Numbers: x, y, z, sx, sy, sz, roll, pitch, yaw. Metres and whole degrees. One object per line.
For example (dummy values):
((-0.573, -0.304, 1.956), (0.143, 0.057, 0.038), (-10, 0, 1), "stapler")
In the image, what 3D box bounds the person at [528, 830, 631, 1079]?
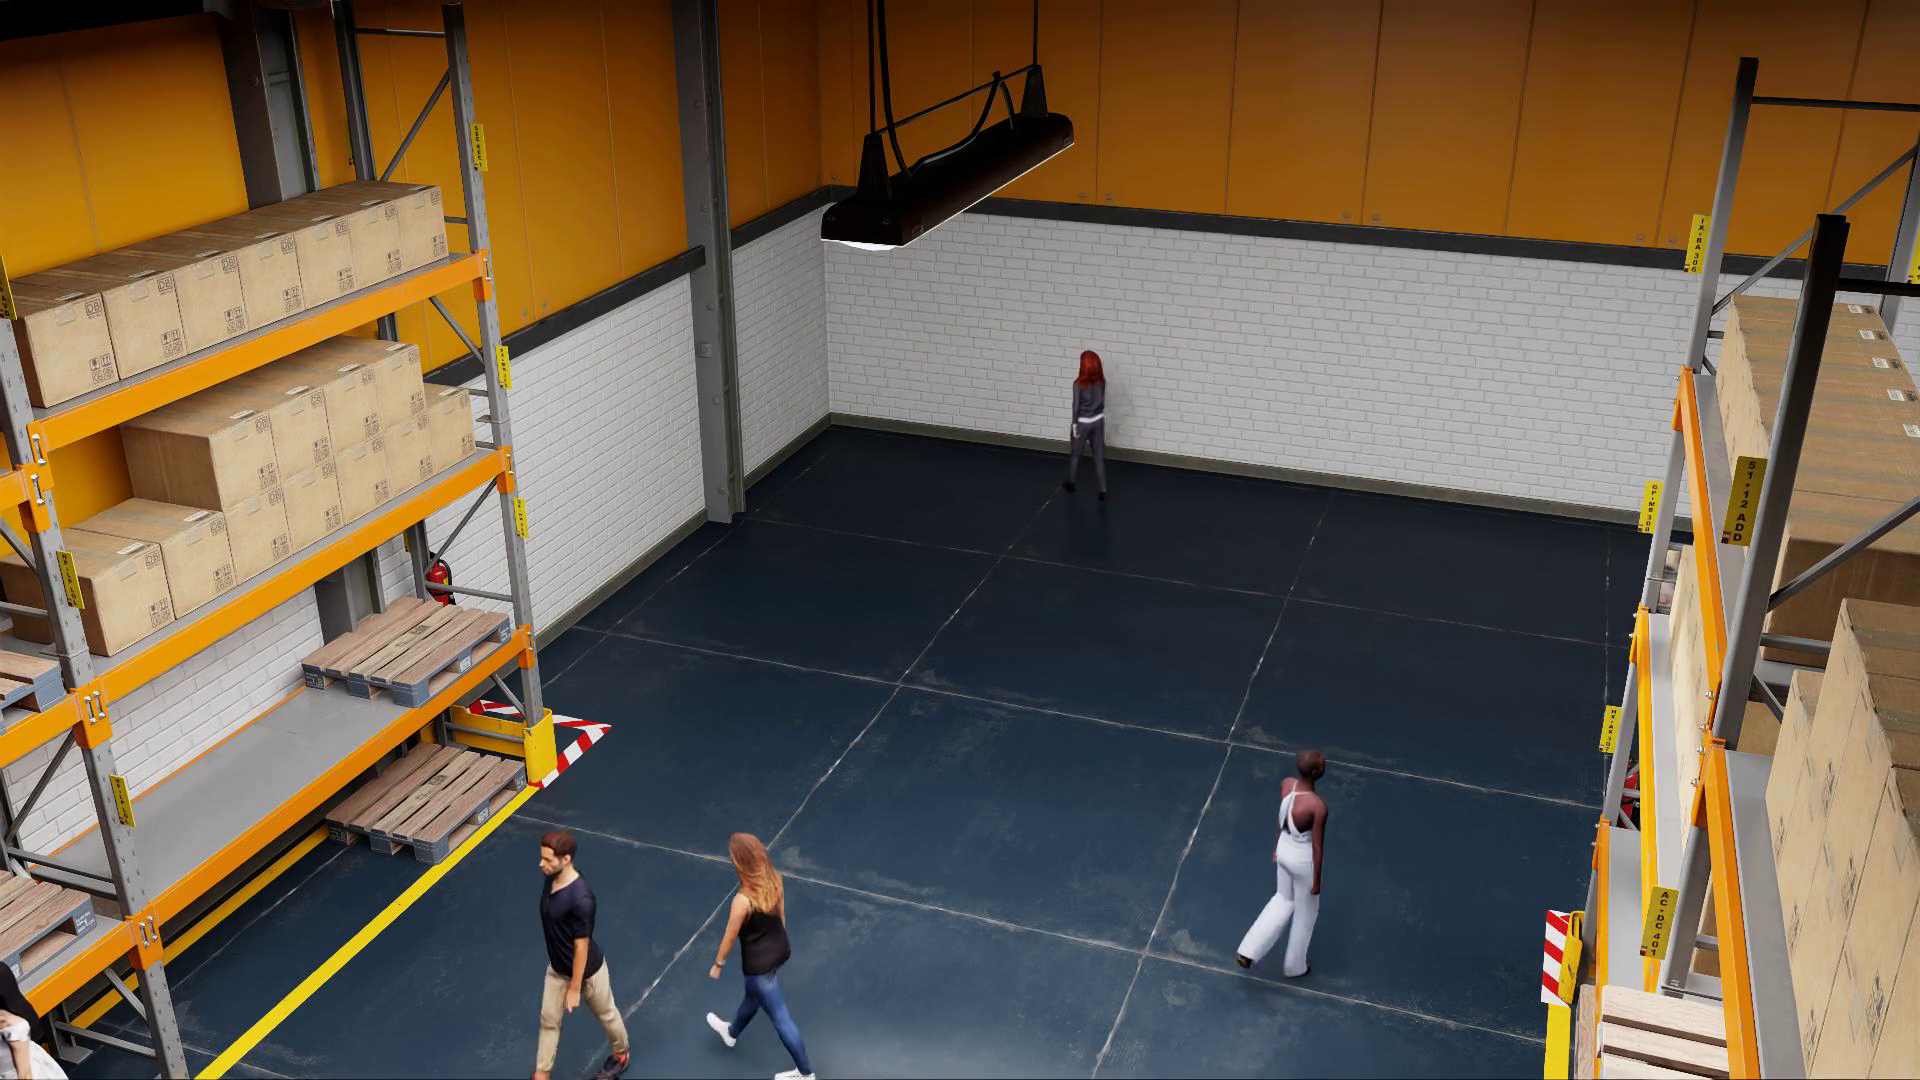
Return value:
((-2.203, 2.499, 9.924), (1.128, 1.826, 0.939), (-22, 32, -40), "person")

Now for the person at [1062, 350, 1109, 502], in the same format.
((1.485, -1.246, 18.582), (0.986, 1.753, 1.084), (-9, 25, -19), "person")

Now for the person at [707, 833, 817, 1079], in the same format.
((-1.103, 2.562, 9.983), (0.720, 1.662, 1.025), (9, 25, 21), "person")

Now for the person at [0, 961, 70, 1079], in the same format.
((-4.983, 2.975, 8.906), (0.803, 1.769, 0.777), (-18, 29, -35), "person")

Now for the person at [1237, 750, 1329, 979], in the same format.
((2.116, 2.151, 10.791), (0.935, 1.769, 0.859), (-13, 27, -27), "person")
